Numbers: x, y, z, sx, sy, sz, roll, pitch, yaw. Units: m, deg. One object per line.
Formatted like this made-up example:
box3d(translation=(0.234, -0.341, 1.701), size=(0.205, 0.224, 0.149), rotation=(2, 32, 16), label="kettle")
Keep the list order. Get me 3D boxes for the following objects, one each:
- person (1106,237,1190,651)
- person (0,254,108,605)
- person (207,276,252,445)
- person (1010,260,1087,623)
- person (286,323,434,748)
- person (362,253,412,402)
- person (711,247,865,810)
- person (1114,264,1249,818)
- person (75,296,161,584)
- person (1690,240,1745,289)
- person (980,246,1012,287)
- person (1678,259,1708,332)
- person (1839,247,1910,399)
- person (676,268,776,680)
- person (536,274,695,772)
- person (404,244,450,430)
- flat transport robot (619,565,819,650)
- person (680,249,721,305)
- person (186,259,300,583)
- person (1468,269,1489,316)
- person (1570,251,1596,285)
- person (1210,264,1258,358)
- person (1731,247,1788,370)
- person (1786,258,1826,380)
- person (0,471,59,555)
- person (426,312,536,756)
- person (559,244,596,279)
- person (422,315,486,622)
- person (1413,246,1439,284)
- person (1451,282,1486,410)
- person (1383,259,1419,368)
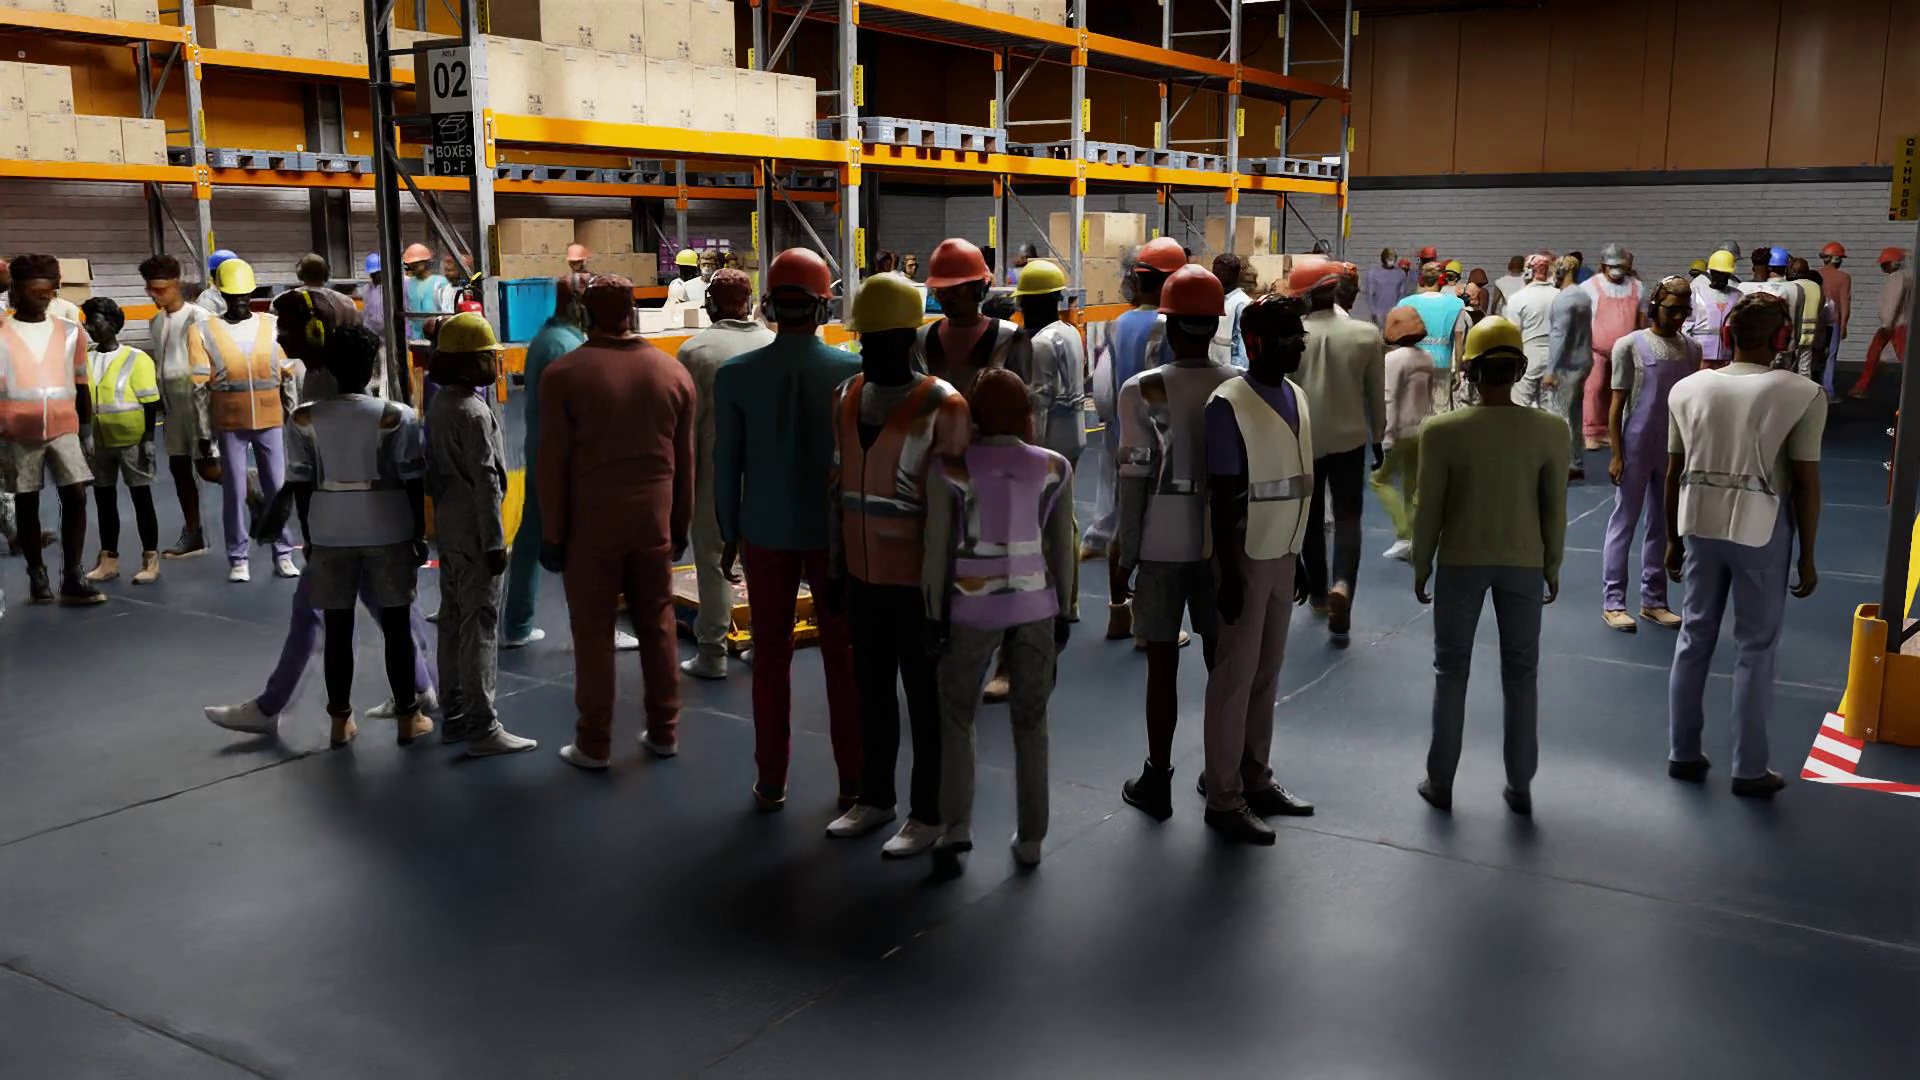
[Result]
box3d(translation=(0.977, -0.474, 8.288), size=(0.412, 2.036, 0.607), rotation=(-5, 12, -28), label="person")
box3d(translation=(-5.060, -0.586, 9.140), size=(0.646, 1.942, 0.636), rotation=(-9, 14, -42), label="person")
box3d(translation=(-7.186, -1.778, 16.301), size=(0.290, 1.746, 0.487), rotation=(9, 14, 41), label="person")
box3d(translation=(0.445, -0.477, 8.618), size=(0.398, 1.920, 0.587), rotation=(4, 11, 20), label="person")
box3d(translation=(-2.380, -0.008, 6.632), size=(0.535, 1.697, 0.318), rotation=(-1, 10, -6), label="person")
box3d(translation=(-6.586, -2.366, 19.181), size=(0.620, 1.889, 1.010), rotation=(4, 11, 22), label="person")
box3d(translation=(-0.566, -0.029, 5.919), size=(0.612, 1.994, 0.394), rotation=(0, 10, -3), label="person")
box3d(translation=(0.795, 0.012, 5.848), size=(0.545, 1.938, 0.359), rotation=(-3, 11, -14), label="person")
box3d(translation=(-4.966, -0.580, 9.793), size=(0.536, 1.696, 0.322), rotation=(1, 10, 7), label="person")
box3d(translation=(7.771, -2.054, 17.013), size=(0.681, 2.000, 0.535), rotation=(-5, 11, -26), label="person")
box3d(translation=(0.339, -2.431, 19.305), size=(0.600, 1.967, 0.368), rotation=(2, 10, 12), label="person")
box3d(translation=(9.703, -2.812, 21.966), size=(0.304, 1.772, 0.526), rotation=(-6, 12, -30), label="person")
box3d(translation=(11.825, -2.723, 21.013), size=(1.040, 1.948, 0.628), rotation=(3, 11, 15), label="person")
box3d(translation=(-1.057, -0.303, 7.728), size=(0.653, 1.895, 0.402), rotation=(-9, 14, -41), label="person")
box3d(translation=(-1.331, -0.068, 6.430), size=(0.651, 1.898, 0.396), rotation=(-8, 13, -38), label="person")
box3d(translation=(-5.736, -2.190, 17.966), size=(0.623, 1.983, 1.090), rotation=(2, 10, 10), label="person")
box3d(translation=(-1.248, 0.317, 8.779), size=(0.652, 0.197, 1.431), rotation=(-8, 13, -36), label="flat transport robot")
box3d(translation=(-2.517, -1.962, 16.832), size=(0.635, 1.932, 0.363), rotation=(1, 10, 8), label="person")
box3d(translation=(-4.230, -0.701, 9.879), size=(0.591, 1.913, 0.394), rotation=(-7, 13, -36), label="person")
box3d(translation=(7.062, -2.891, 22.779), size=(0.281, 1.634, 0.498), rotation=(8, 13, 39), label="person")
box3d(translation=(10.009, -3.776, 27.123), size=(0.621, 1.838, 0.429), rotation=(-1, 10, -8), label="person")
box3d(translation=(2.516, -1.612, 15.225), size=(0.559, 1.800, 0.771), rotation=(-5, 12, -27), label="person")
box3d(translation=(7.798, -1.887, 16.338), size=(0.385, 1.957, 0.602), rotation=(-8, 13, -38), label="person")
box3d(translation=(9.017, -2.127, 18.005), size=(0.629, 1.837, 0.430), rotation=(-4, 11, -19), label="person")
box3d(translation=(-6.374, -0.818, 10.624), size=(0.973, 1.886, 0.647), rotation=(2, 10, 13), label="person")
box3d(translation=(-1.916, -0.023, 6.581), size=(0.295, 1.743, 0.493), rotation=(-8, 13, -38), label="person")
box3d(translation=(-4.550, -2.581, 20.115), size=(0.631, 1.978, 0.589), rotation=(3, 11, 18), label="person")
box3d(translation=(-2.678, -0.378, 8.868), size=(0.313, 1.631, 0.527), rotation=(3, 11, 14), label="person")
box3d(translation=(7.145, -3.528, 25.502), size=(0.444, 1.920, 0.560), rotation=(8, 13, 37), label="person")
box3d(translation=(4.711, -1.567, 15.457), size=(0.518, 1.633, 0.314), rotation=(-10, 14, -42), label="person")
box3d(translation=(6.647, -3.362, 25.120), size=(0.566, 1.736, 0.387), rotation=(3, 11, 15), label="person")
